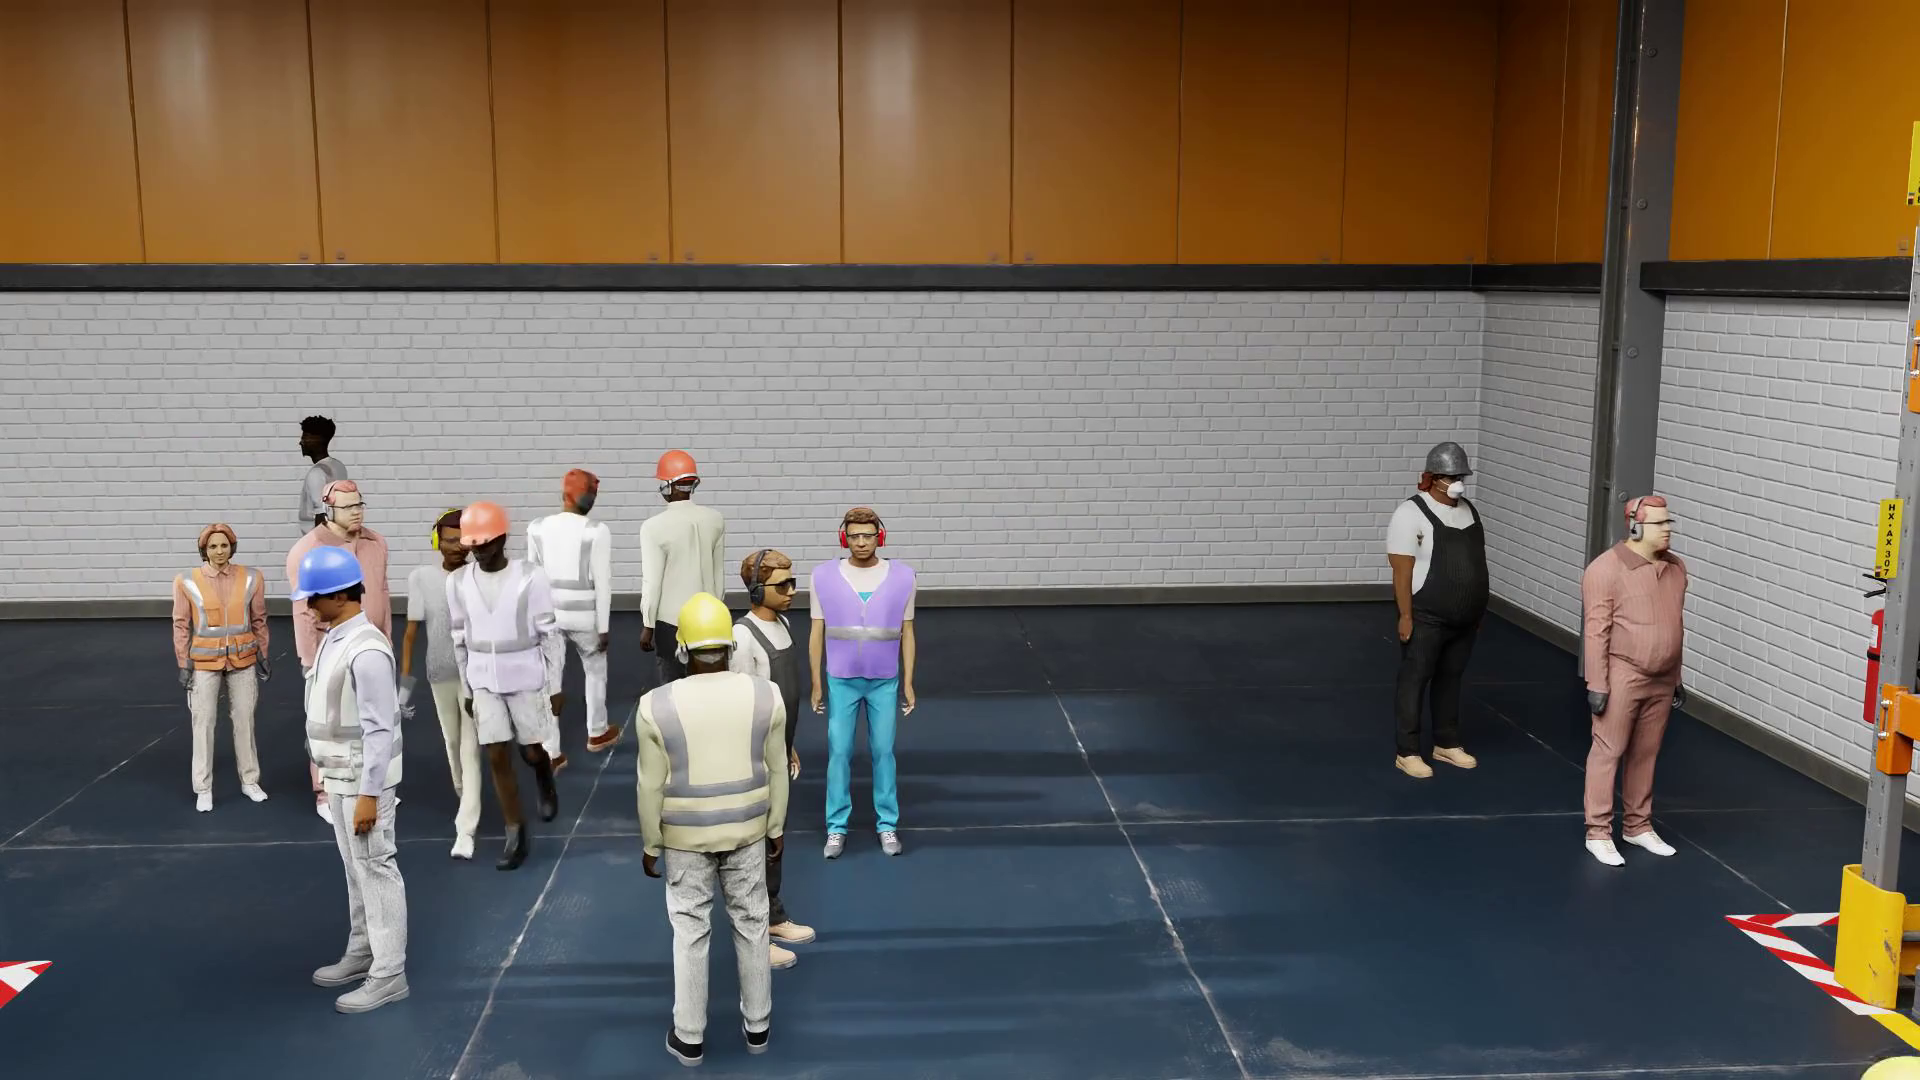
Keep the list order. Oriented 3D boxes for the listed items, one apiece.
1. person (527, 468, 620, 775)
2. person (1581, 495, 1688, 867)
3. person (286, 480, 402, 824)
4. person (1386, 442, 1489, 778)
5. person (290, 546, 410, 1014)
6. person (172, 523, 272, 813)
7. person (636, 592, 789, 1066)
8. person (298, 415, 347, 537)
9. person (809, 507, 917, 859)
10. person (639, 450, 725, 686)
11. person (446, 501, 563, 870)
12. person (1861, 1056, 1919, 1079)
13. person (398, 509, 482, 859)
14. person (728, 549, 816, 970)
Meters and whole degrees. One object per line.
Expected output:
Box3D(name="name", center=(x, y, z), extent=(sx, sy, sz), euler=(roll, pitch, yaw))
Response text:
Box3D(name="person", center=(-2.382, 0.471, 10.340), extent=(0.618, 1.842, 0.888), euler=(2, 9, 10))
Box3D(name="person", center=(3.514, 0.718, 8.615), extent=(0.642, 1.913, 0.408), euler=(-4, 10, -25))
Box3D(name="person", center=(-3.407, 0.610, 9.309), extent=(0.399, 1.909, 0.642), euler=(5, 10, 29))
Box3D(name="person", center=(2.952, 0.414, 10.117), extent=(0.682, 2.000, 0.537), euler=(-5, 10, -30))
Box3D(name="person", center=(-2.520, 0.977, 6.907), extent=(0.402, 1.938, 0.602), euler=(-6, 11, -33))
Box3D(name="person", center=(-4.202, 0.713, 9.492), extent=(0.513, 1.642, 0.313), euler=(-7, 11, -36))
Box3D(name="person", center=(-0.951, 1.106, 6.409), extent=(0.588, 1.837, 0.404), euler=(-3, 10, -21))
Box3D(name="person", center=(-4.902, 0.016, 12.843), extent=(0.361, 1.965, 0.613), euler=(-1, 9, -6))
Box3D(name="person", center=(-0.506, 0.735, 8.712), extent=(0.565, 1.846, 0.390), euler=(-1, 9, -8))
Box3D(name="person", center=(-1.675, 0.452, 10.021), extent=(0.380, 1.995, 0.611), euler=(8, 12, 40))
Box3D(name="person", center=(-2.340, 0.709, 8.681), extent=(0.568, 1.906, 0.712), euler=(0, 9, 3))
Box3D(name="person", center=(1.711, 1.704, 3.079), extent=(0.489, 1.702, 0.893), euler=(3, 9, 17))
Box3D(name="person", center=(-2.688, 0.732, 8.838), extent=(0.541, 1.816, 0.998), euler=(-1, 9, -7))
Box3D(name="person", center=(-0.847, 0.951, 7.360), extent=(0.344, 1.846, 0.507), euler=(2, 9, 14))
